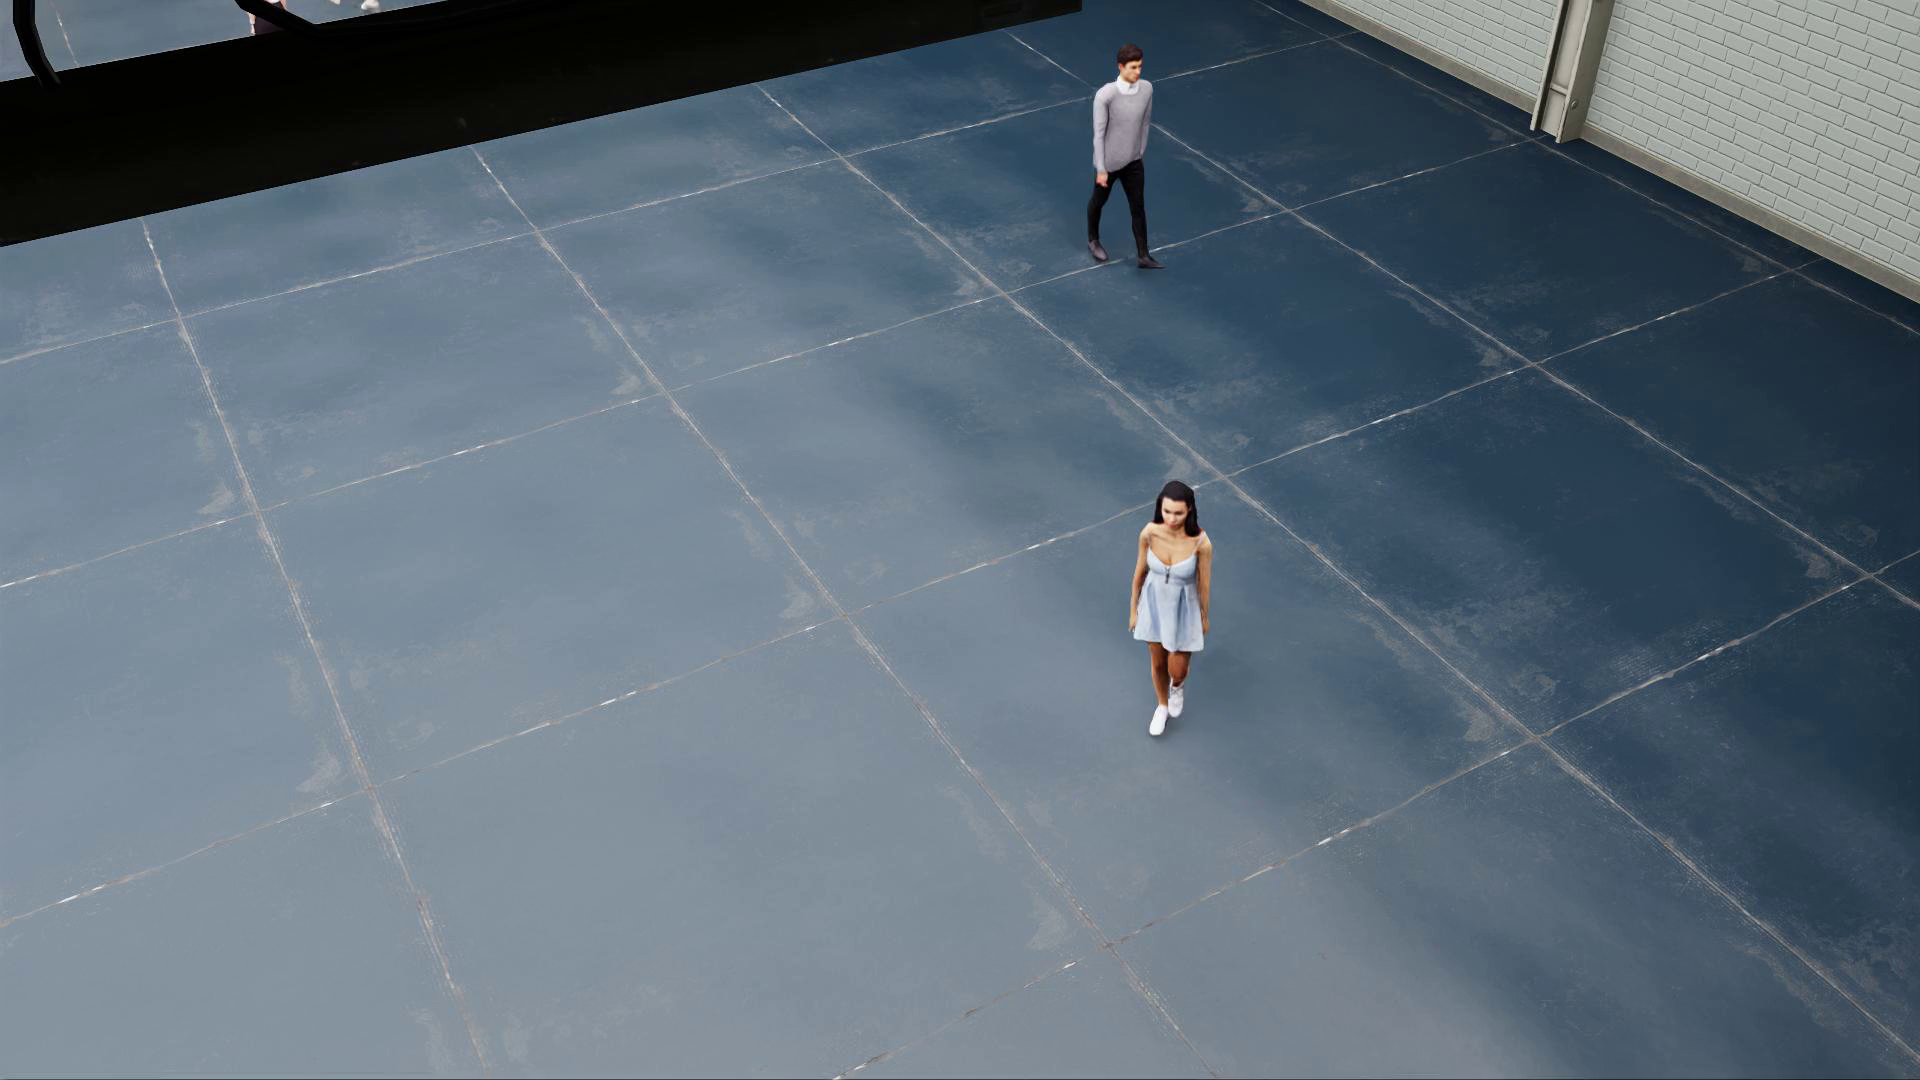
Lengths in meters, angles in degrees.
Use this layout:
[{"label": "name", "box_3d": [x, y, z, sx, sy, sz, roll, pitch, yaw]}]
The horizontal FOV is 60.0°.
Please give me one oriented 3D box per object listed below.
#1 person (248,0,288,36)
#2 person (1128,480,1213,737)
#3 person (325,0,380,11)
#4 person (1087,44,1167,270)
[{"label": "person", "box_3d": [-6.784, -5.093, 16.356, 0.608, 1.648, 0.583, -32, 48, -34]}, {"label": "person", "box_3d": [1.207, 0.344, 9.346, 0.769, 1.723, 0.832, 13, 40, 16]}, {"label": "person", "box_3d": [-6.816, -6.576, 18.414, 1.066, 1.447, 0.976, 12, 40, 15]}, {"label": "person", "box_3d": [1.244, -3.174, 13.710, 0.801, 1.886, 1.115, -16, 41, -19]}]
